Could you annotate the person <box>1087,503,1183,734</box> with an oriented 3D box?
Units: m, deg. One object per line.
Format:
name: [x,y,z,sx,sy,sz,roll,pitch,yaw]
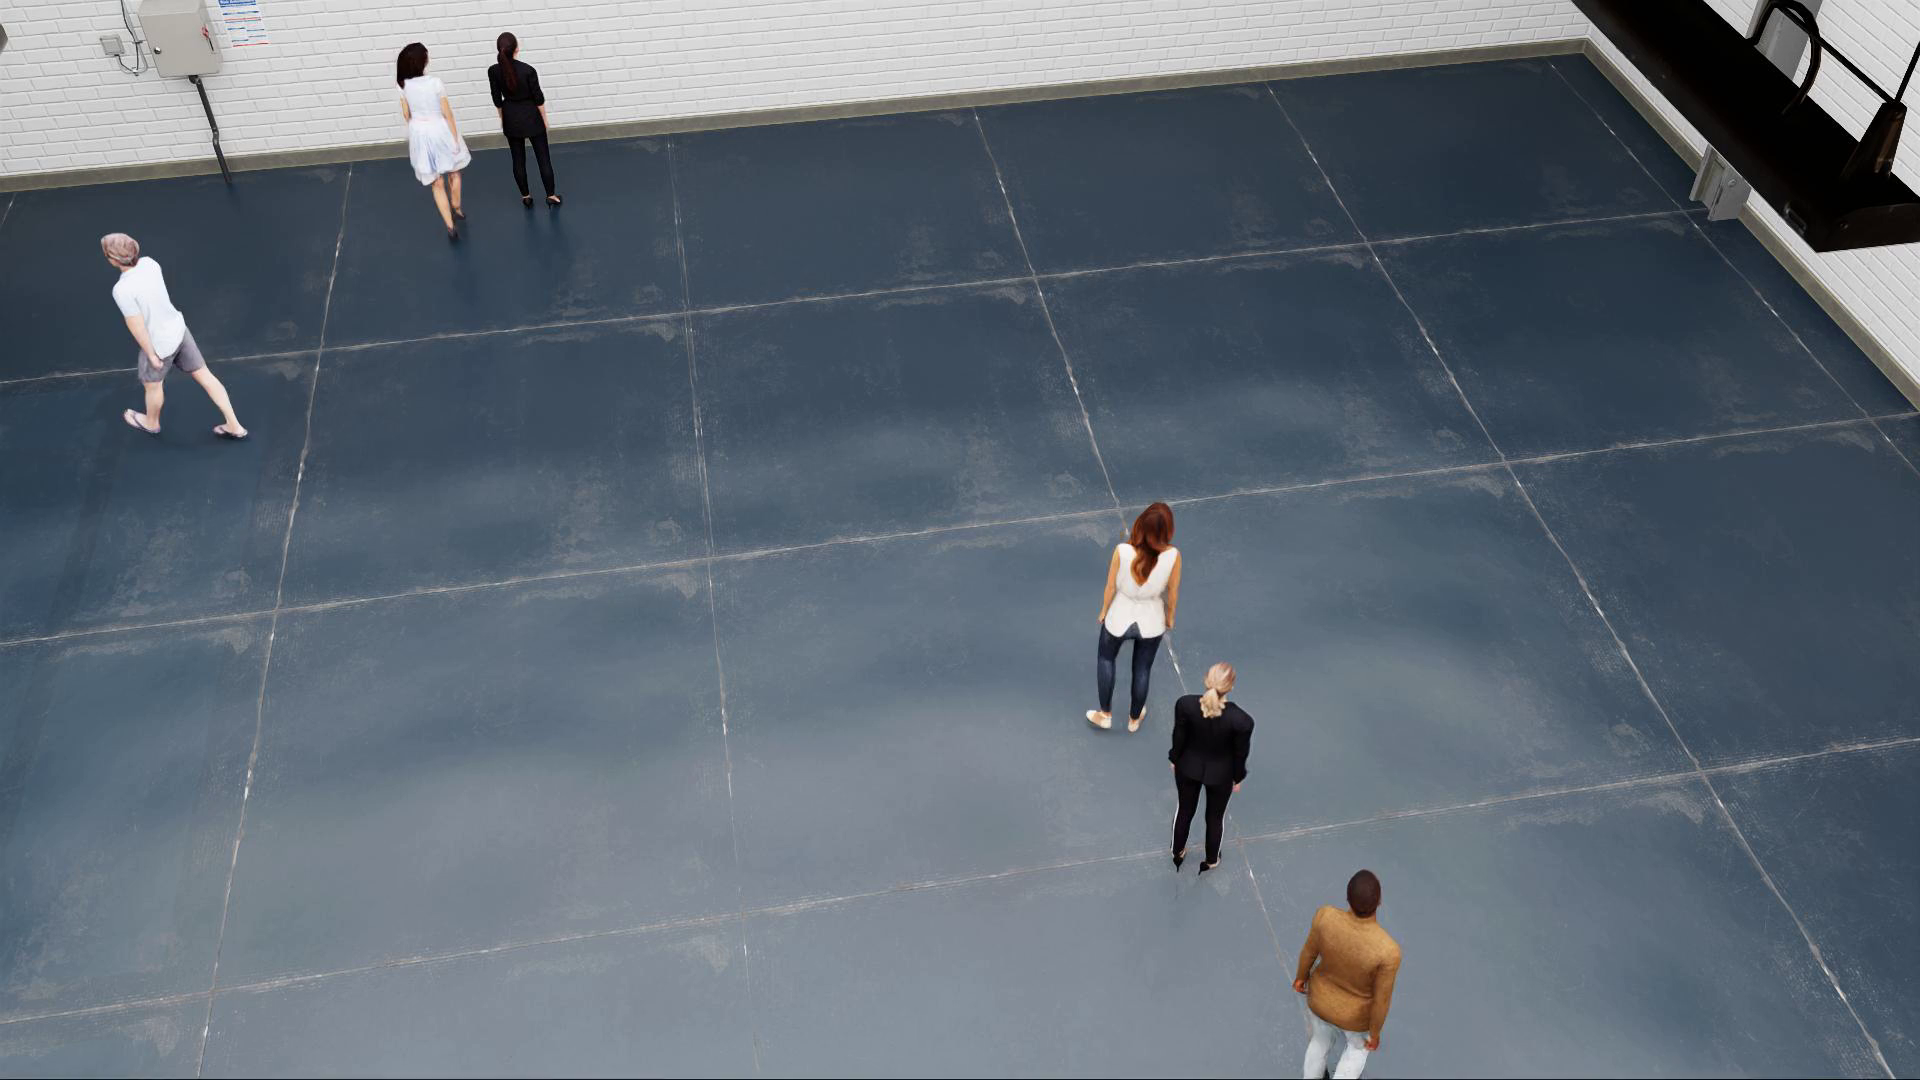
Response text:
person: [1.074,0.515,10.110,0.718,1.772,0.704,0,44,0]

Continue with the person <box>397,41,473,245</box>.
person: [-4.457,-3.310,14.110,0.652,1.794,0.807,-8,44,-8]

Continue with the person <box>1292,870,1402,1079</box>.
person: [1.866,2.321,8.200,0.826,1.792,0.885,31,52,29]

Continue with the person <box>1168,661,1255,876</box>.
person: [1.376,1.303,9.331,0.683,1.706,0.696,16,46,16]

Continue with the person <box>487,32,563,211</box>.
person: [-3.826,-3.647,14.560,0.649,1.661,0.623,3,44,3]

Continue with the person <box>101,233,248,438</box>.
person: [-5.722,-1.434,12.145,1.068,1.787,1.183,13,45,13]
